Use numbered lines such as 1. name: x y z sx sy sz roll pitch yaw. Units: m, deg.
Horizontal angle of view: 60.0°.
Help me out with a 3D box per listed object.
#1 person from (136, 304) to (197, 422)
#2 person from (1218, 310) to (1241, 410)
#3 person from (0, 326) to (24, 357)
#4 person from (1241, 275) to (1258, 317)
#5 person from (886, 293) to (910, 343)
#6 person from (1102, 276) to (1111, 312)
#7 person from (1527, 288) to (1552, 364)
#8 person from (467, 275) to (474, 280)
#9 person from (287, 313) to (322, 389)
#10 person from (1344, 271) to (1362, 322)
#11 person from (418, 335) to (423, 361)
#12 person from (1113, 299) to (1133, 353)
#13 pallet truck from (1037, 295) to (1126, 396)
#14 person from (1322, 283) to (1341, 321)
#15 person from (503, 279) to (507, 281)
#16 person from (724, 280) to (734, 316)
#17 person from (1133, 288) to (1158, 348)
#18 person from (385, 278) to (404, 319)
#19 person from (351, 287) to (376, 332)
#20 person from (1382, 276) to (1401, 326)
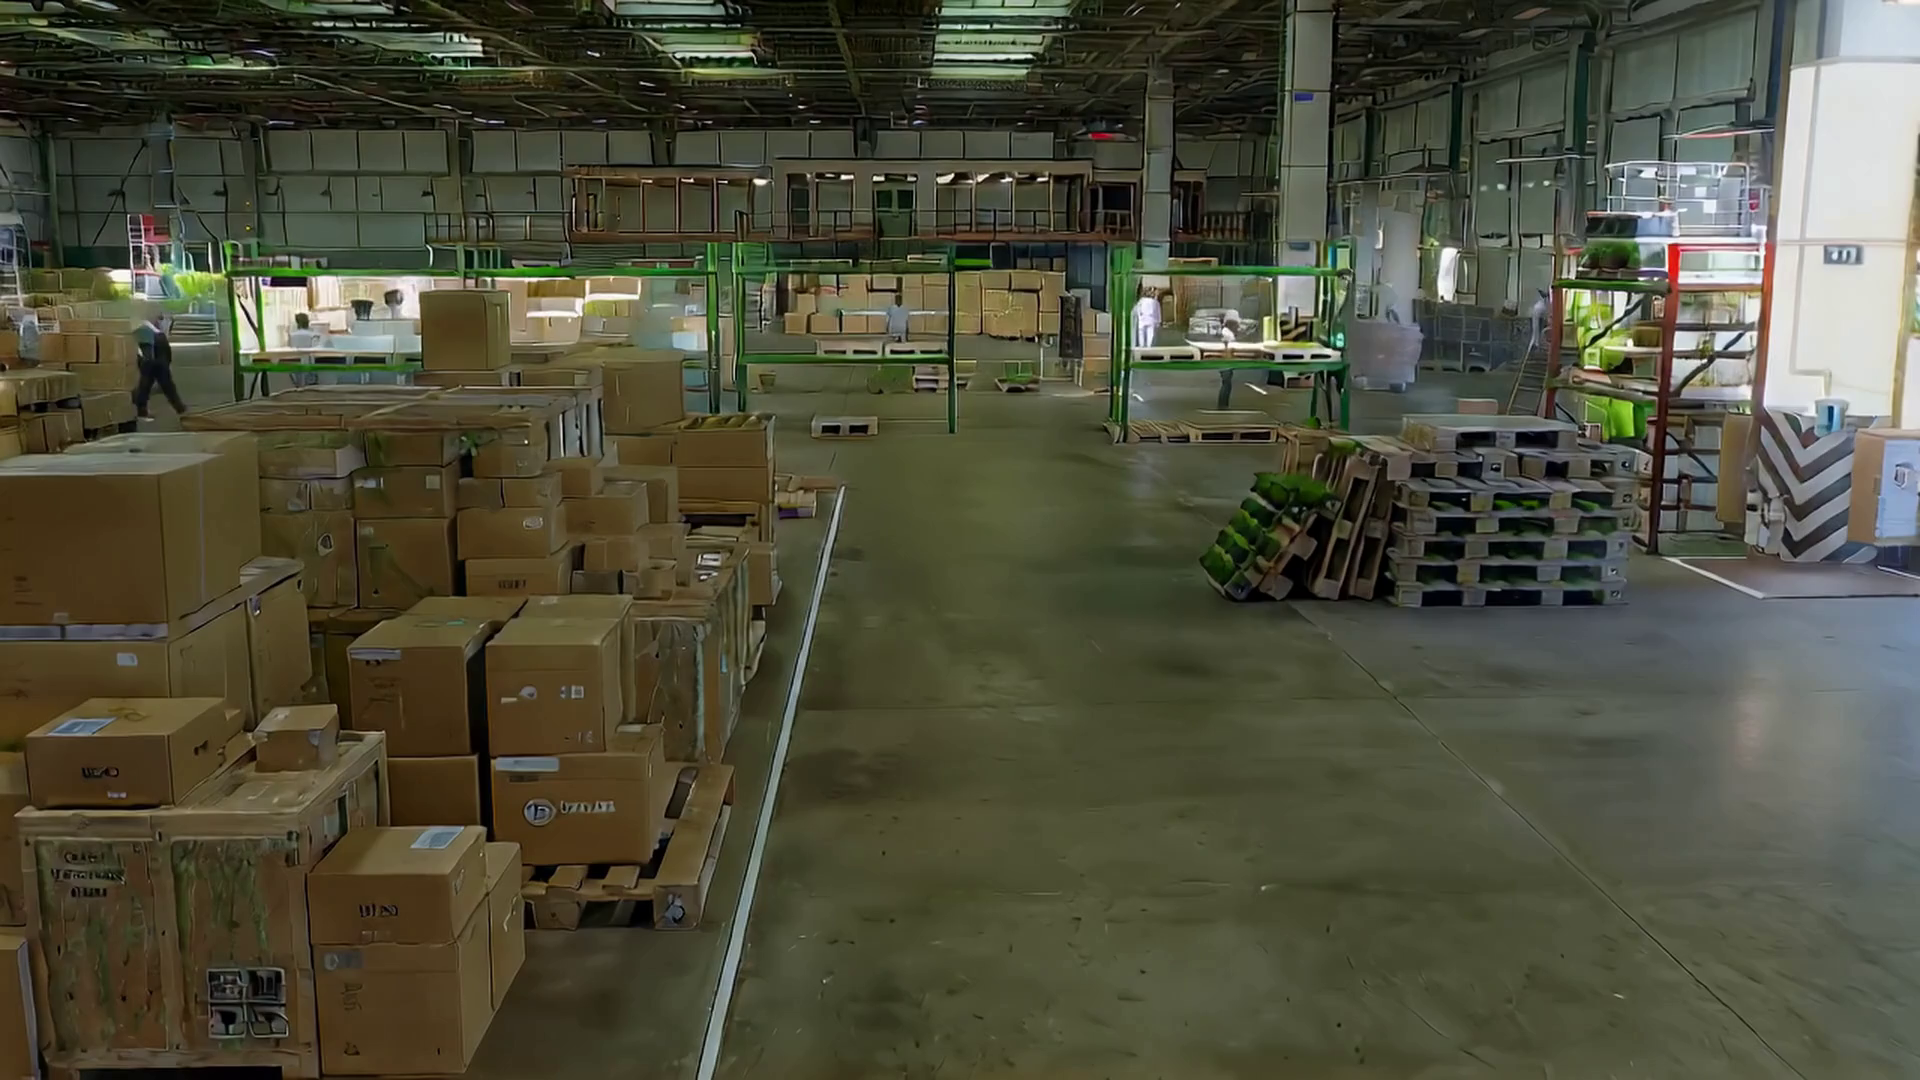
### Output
1. person: -13.524 -3.008 28.078 0.989 2.000 0.698 0 10 0
2. person: 4.406 -2.806 27.284 0.372 1.922 0.585 1 10 6
3. person: -12.482 -1.830 21.801 0.368 1.940 0.632 0 10 -1
4. person: 11.749 -10.003 67.377 0.802 1.925 0.614 -10 14 -44
5. person: -1.451 -4.824 38.759 0.560 1.833 0.887 -1 10 -3
6. person: 6.255 -10.590 70.751 0.337 1.882 0.585 -3 11 -15
7. person: 14.554 -5.365 41.668 0.606 1.873 0.986 -2 10 -11
8. person: -20.311 -10.216 68.777 0.507 1.846 0.343 -2 10 -11
9. person: -10.899 -2.844 27.659 0.517 1.865 0.328 -3 11 -19
10. person: 14.277 -8.724 60.101 0.646 1.968 0.807 -4 11 -20
11. person: -8.334 -2.650 26.516 0.572 1.886 0.358 2 10 12
12. person: 3.387 -4.144 34.691 0.370 1.940 0.627 8 13 39
13. pallet truck: 2.483 -3.881 33.060 1.885 1.965 0.823 -7 13 -36
14. person: 10.890 -6.678 49.159 0.660 1.807 0.872 6 12 31
15. person: -16.025 -8.403 58.995 0.522 1.727 0.888 2 10 9
16. person: -7.815 -7.922 56.345 0.461 1.728 0.484 -4 11 -23
17. person: 4.902 -5.759 44.012 0.657 1.814 0.766 1 10 6
18. person: -17.297 -7.066 50.956 0.609 1.948 0.477 2 10 9
19. person: -15.077 -5.449 42.077 0.616 1.896 0.701 -5 11 -25
20. person: 14.484 -7.930 55.991 0.882 1.872 0.577 7 12 34
